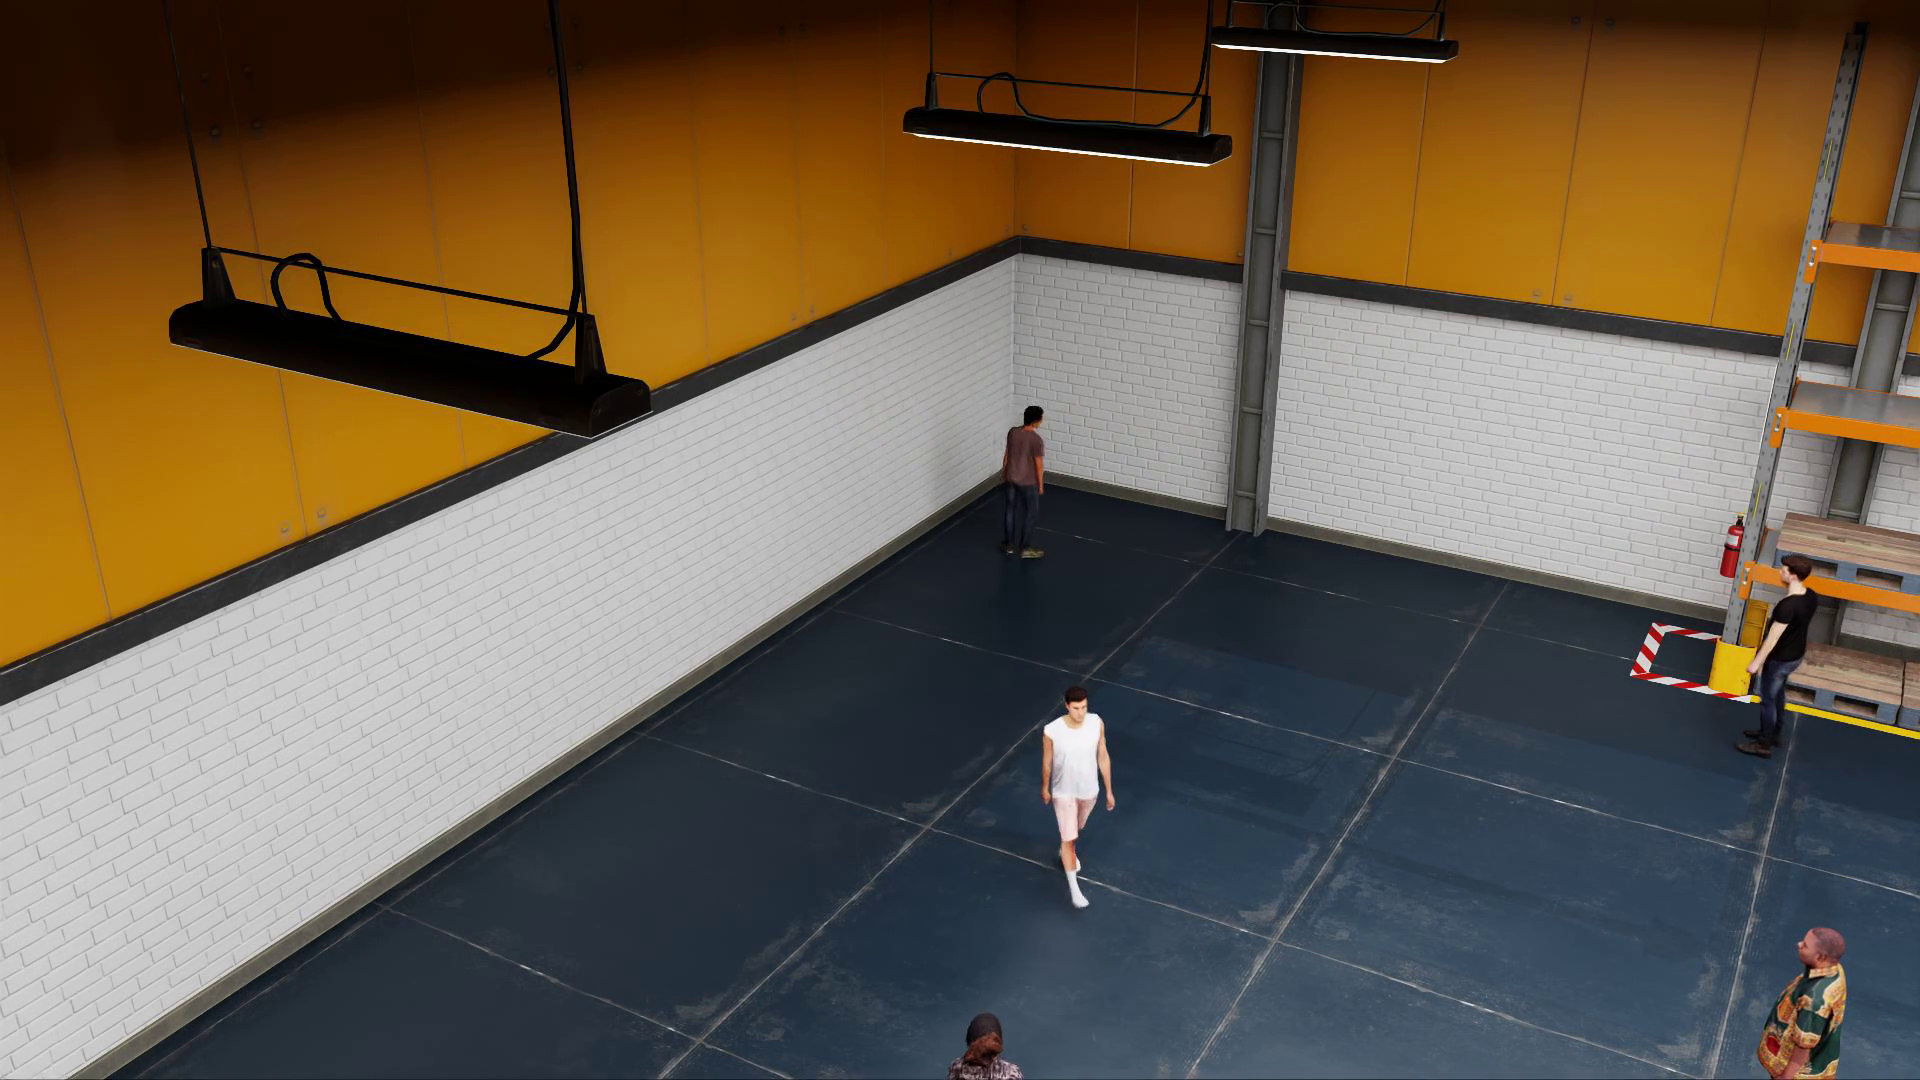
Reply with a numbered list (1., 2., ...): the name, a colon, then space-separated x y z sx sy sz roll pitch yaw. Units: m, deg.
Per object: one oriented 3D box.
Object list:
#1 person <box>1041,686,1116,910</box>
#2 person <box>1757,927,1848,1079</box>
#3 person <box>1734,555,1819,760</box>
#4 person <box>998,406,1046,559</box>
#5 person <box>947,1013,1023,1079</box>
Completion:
1. person: 0.859 1.851 12.662 1.114 1.729 1.196 -7 25 -16
2. person: 4.952 3.048 9.825 0.628 1.808 0.675 13 27 27
3. person: 7.140 1.023 14.359 0.791 1.887 0.734 -21 31 -39
4. person: 0.625 -0.663 18.384 0.502 1.753 0.833 8 25 17
5. person: 0.131 3.396 9.160 0.691 1.702 0.754 4 24 9
